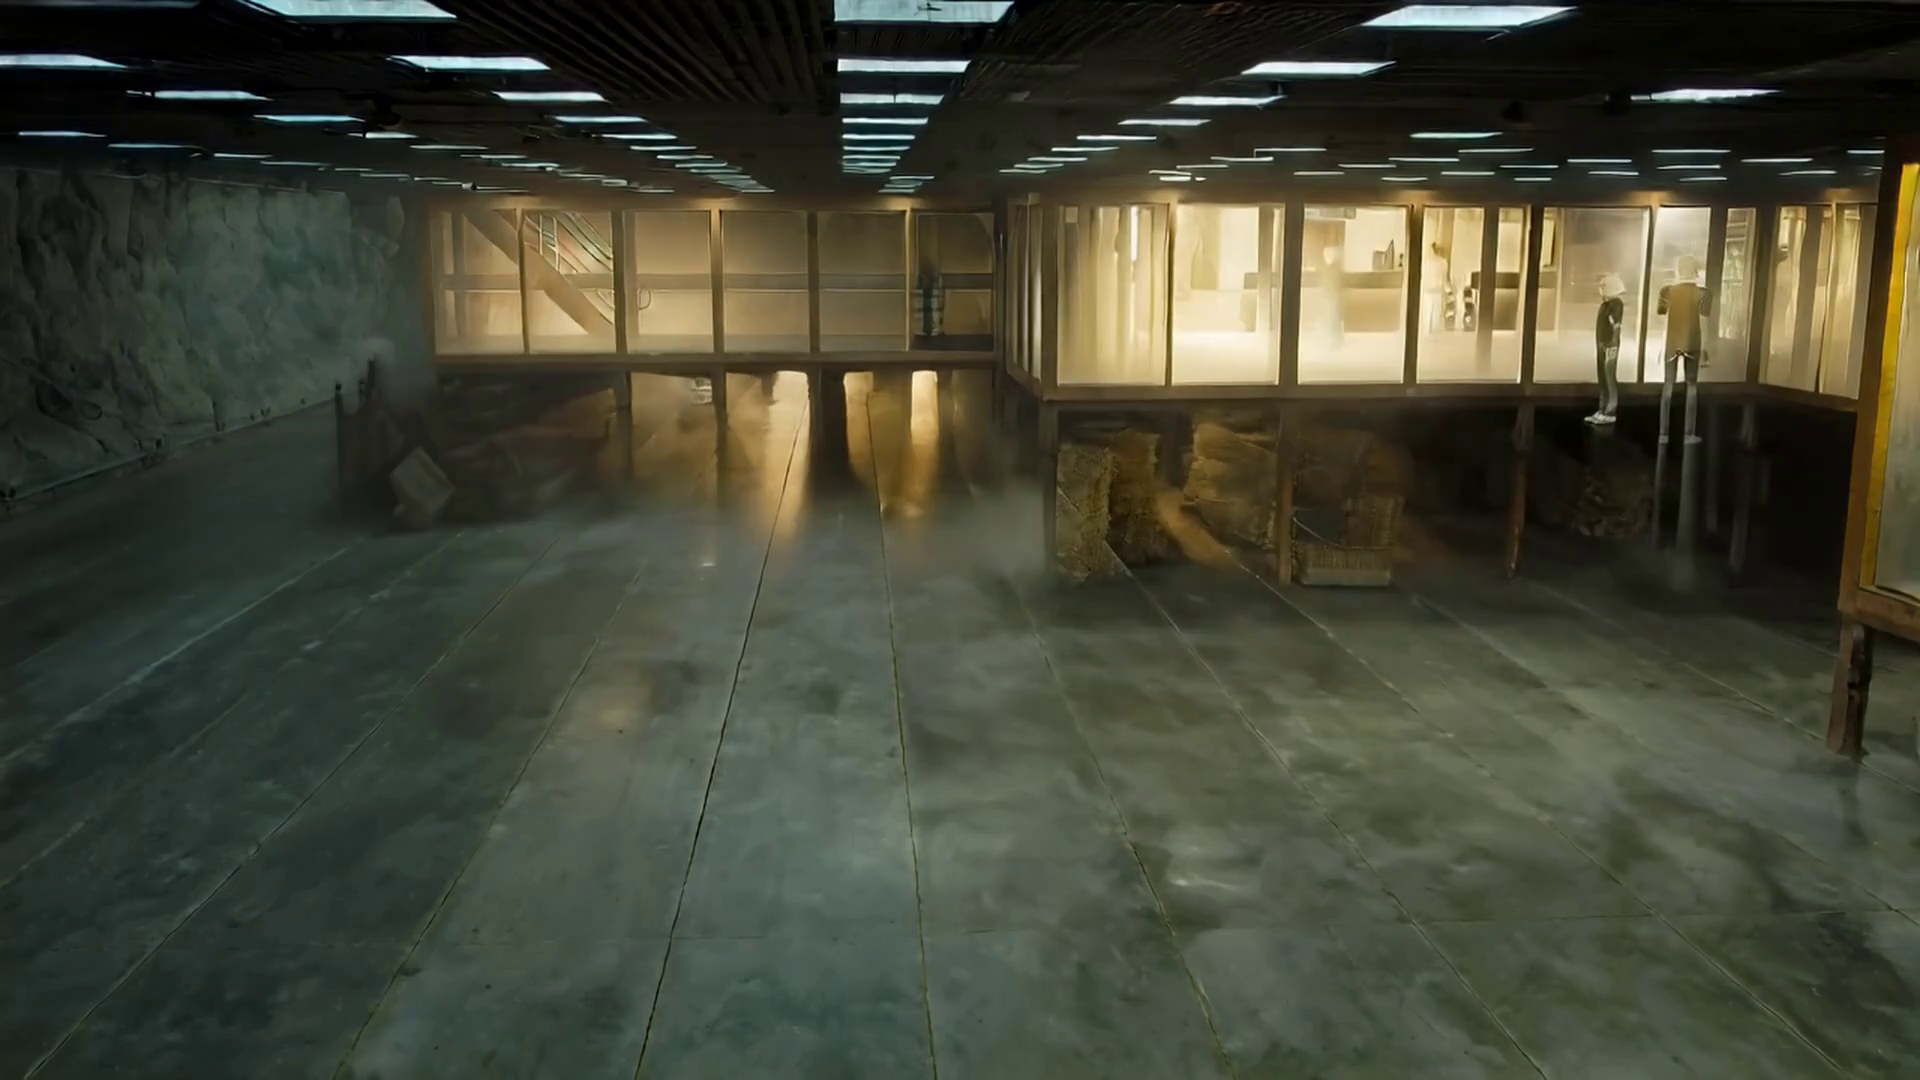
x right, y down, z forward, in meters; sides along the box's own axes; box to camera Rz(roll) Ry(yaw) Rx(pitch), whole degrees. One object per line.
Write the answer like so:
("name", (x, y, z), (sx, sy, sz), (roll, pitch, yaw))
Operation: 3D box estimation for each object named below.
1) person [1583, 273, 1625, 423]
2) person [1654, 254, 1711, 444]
("person", (7.080, -2.093, 18.210), (0.284, 1.633, 0.497), (1, 11, 3))
("person", (7.128, -1.871, 16.402), (0.514, 1.866, 0.329), (7, 13, 34))
